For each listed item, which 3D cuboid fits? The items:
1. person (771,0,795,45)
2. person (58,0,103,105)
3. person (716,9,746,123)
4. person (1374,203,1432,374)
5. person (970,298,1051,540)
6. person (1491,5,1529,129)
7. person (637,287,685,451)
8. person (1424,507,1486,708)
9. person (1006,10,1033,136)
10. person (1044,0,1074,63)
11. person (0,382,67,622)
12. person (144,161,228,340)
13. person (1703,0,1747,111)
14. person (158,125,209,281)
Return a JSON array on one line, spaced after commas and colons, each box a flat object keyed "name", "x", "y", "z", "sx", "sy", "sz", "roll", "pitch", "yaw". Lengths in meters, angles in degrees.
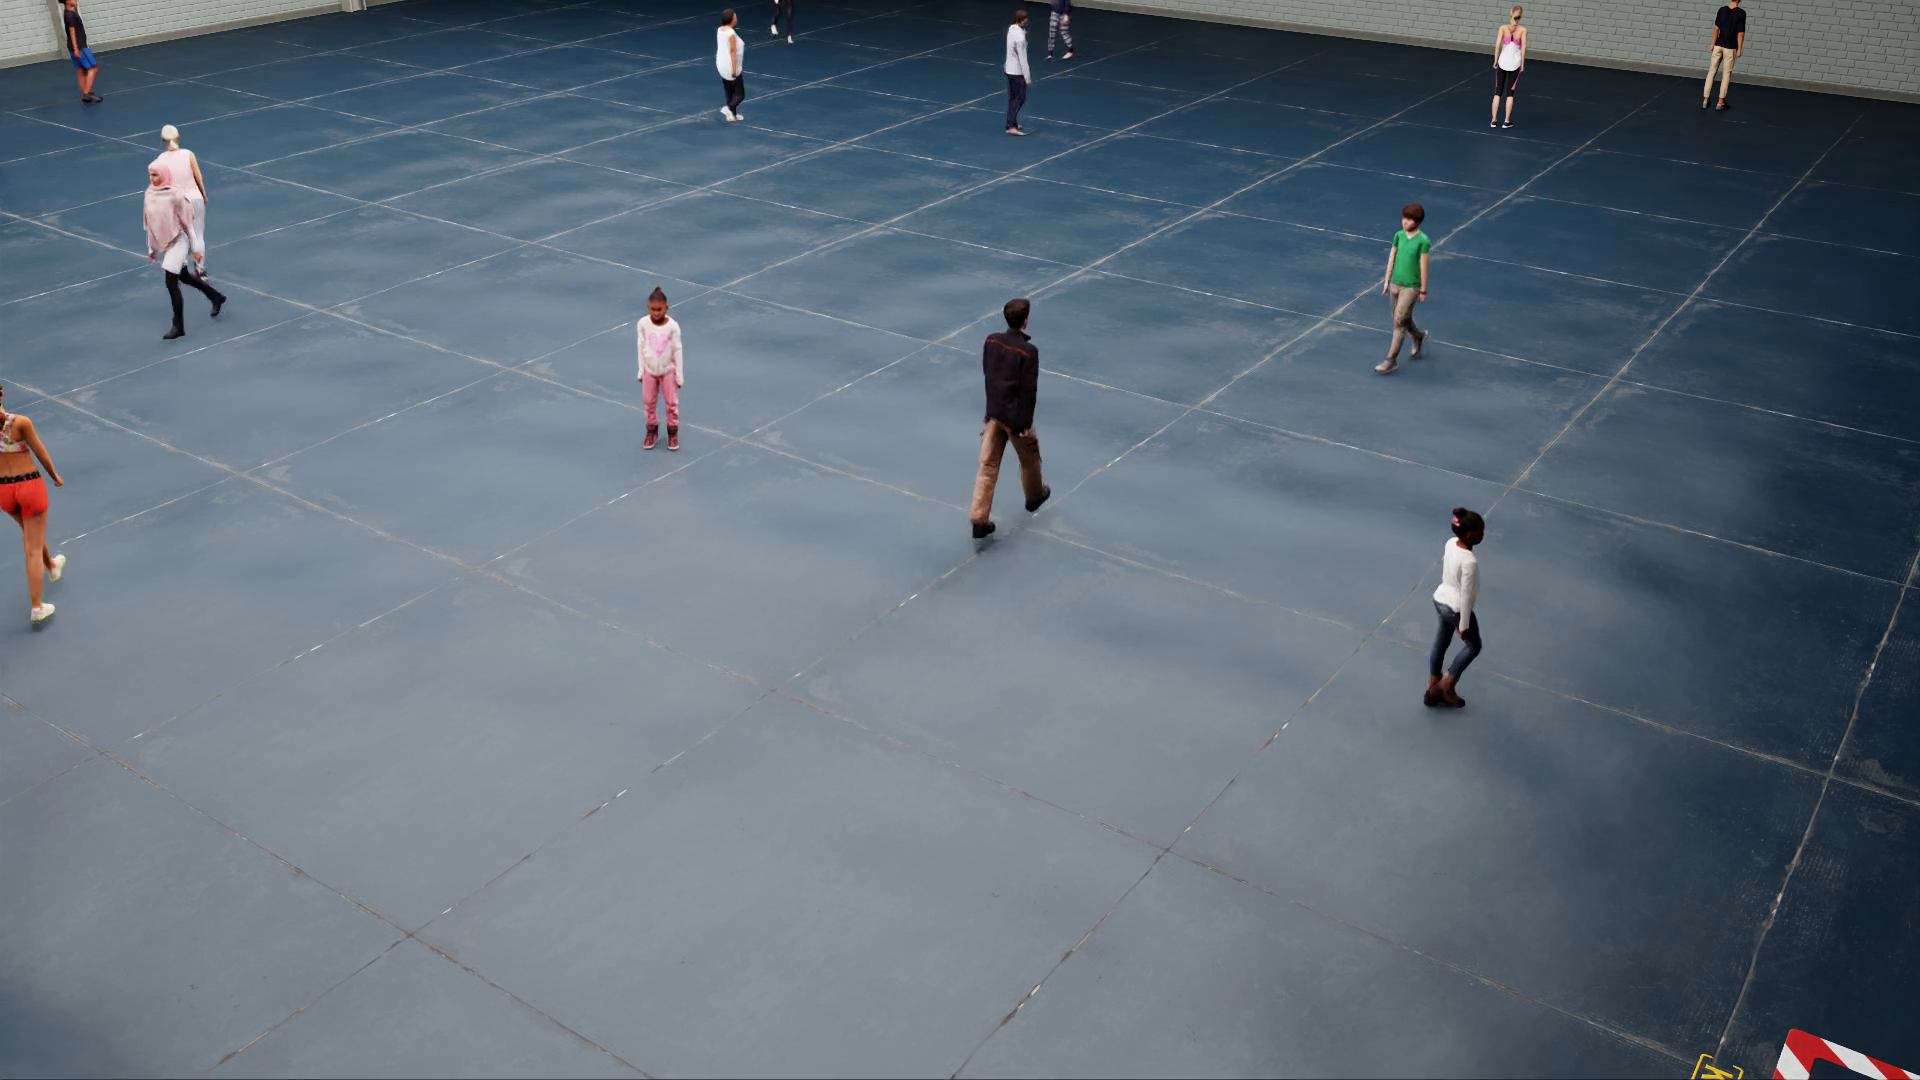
[{"name": "person", "x": -3.334, "y": -10.169, "z": 30.992, "sx": 1.058, "sy": 1.731, "sz": 0.927, "roll": -14, "pitch": 31, "yaw": -26}, {"name": "person", "x": -14.070, "y": -7.821, "z": 26.375, "sx": 0.734, "sy": 1.785, "sz": 0.708, "roll": -14, "pitch": 30, "yaw": -25}, {"name": "person", "x": -3.529, "y": -7.187, "z": 25.261, "sx": 0.797, "sy": 1.677, "sz": 0.758, "roll": -18, "pitch": 33, "yaw": -32}, {"name": "person", "x": 4.387, "y": -2.466, "z": 16.152, "sx": 1.132, "sy": 1.623, "sz": 0.818, "roll": -19, "pitch": 33, "yaw": -32}, {"name": "person", "x": 0.315, "y": -0.892, "z": 12.823, "sx": 0.777, "sy": 1.872, "sz": 1.297, "roll": 15, "pitch": 31, "yaw": 26}, {"name": "person", "x": 8.247, "y": -7.114, "z": 24.998, "sx": 0.626, "sy": 1.788, "sz": 0.550, "roll": 14, "pitch": 30, "yaw": 25}, {"name": "person", "x": -2.610, "y": -1.505, "z": 14.477, "sx": 0.644, "sy": 1.447, "sz": 0.657, "roll": 2, "pitch": 27, "yaw": 4}, {"name": "person", "x": 3.123, "y": 0.442, "z": 10.691, "sx": 0.689, "sy": 1.450, "sz": 0.627, "roll": -4, "pitch": 28, "yaw": -8}, {"name": "person", "x": 0.830, "y": -6.953, "z": 24.658, "sx": 0.868, "sy": 1.812, "sz": 0.859, "roll": -18, "pitch": 32, "yaw": -31}, {"name": "person", "x": 1.822, "y": -9.326, "z": 29.407, "sx": 0.638, "sy": 1.685, "sz": 1.057, "roll": 20, "pitch": 34, "yaw": 34}, {"name": "person", "x": -6.636, "y": -0.261, "z": 11.742, "sx": 1.093, "sy": 1.739, "sz": 1.170, "roll": -4, "pitch": 28, "yaw": -8}, {"name": "person", "x": -7.980, "y": -3.000, "z": 17.031, "sx": 0.782, "sy": 1.767, "sz": 1.227, "roll": 12, "pitch": 29, "yaw": 22}, {"name": "person", "x": 12.030, "y": -7.735, "z": 26.128, "sx": 0.599, "sy": 1.858, "sz": 0.696, "roll": -23, "pitch": 35, "yaw": -37}, {"name": "person", "x": -8.588, "y": -3.707, "z": 18.493, "sx": 1.064, "sy": 1.686, "sz": 1.086, "roll": -7, "pitch": 28, "yaw": -13}]
